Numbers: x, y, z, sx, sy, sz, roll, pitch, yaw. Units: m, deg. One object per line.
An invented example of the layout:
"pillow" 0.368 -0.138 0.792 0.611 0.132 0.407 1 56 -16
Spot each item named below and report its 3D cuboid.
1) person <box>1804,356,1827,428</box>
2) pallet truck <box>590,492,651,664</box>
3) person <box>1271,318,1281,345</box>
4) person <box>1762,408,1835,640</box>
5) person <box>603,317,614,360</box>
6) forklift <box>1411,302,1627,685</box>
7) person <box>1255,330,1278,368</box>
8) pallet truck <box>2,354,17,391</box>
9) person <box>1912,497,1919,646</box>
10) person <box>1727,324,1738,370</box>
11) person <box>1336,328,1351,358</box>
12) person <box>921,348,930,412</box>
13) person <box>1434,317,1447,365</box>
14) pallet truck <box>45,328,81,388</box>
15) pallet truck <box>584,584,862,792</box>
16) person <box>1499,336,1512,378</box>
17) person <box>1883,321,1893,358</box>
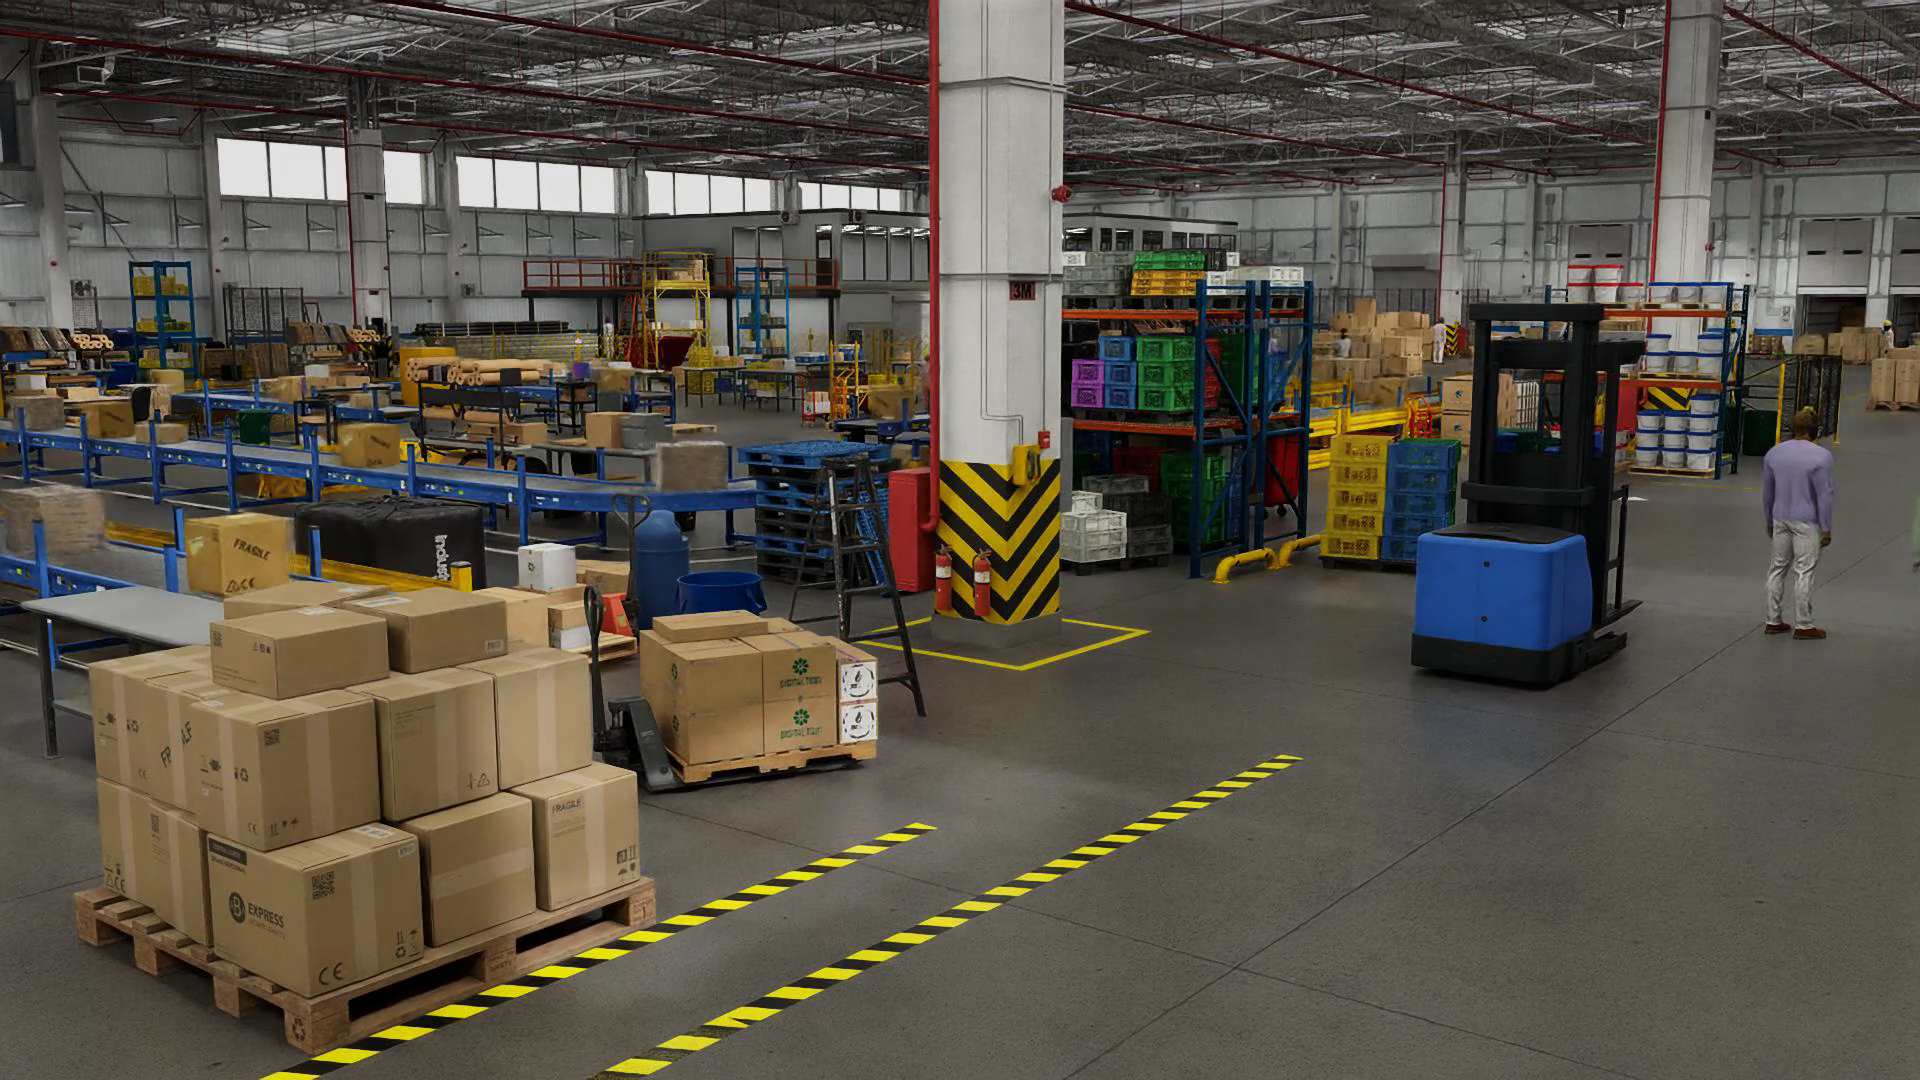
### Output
"person" 17.211 -2.908 33.521 0.547 1.680 0.547 -2 9 -13
"pallet truck" -3.115 0.344 12.883 0.653 1.274 1.630 7 11 37
"person" 13.869 -8.831 72.928 0.430 1.841 0.624 3 9 17
"person" 7.038 -0.136 13.971 0.372 1.940 0.627 -4 9 -27
"person" -15.205 -8.704 71.925 0.356 1.883 0.572 6 10 35
"forklift" 4.379 -0.438 12.852 1.129 2.768 1.873 7 11 37
"person" 8.746 -5.106 47.433 0.687 1.970 1.098 3 9 21
"pallet truck" -24.881 -4.417 42.634 1.885 1.965 0.823 8 11 41
"person" 7.828 0.144 13.222 0.781 1.603 0.497 -6 10 -36
"person" 28.996 -7.236 62.498 0.494 1.741 0.308 -2 9 -13
"person" 11.505 -5.440 50.008 0.506 1.859 0.463 -2 9 -13
"person" -0.609 -3.223 35.515 0.556 1.706 0.894 2 9 15
"person" 19.502 -8.080 67.584 0.373 1.932 0.623 -6 10 -33
"pallet truck" -23.775 -4.544 43.495 1.885 1.965 0.823 6 10 35
"pallet truck" -1.426 0.805 10.019 1.601 1.201 0.680 -4 9 -26
"person" 13.247 -4.014 40.332 0.328 1.876 0.515 8 12 44
"person" 33.161 -6.877 59.507 0.399 1.919 0.582 4 9 23
